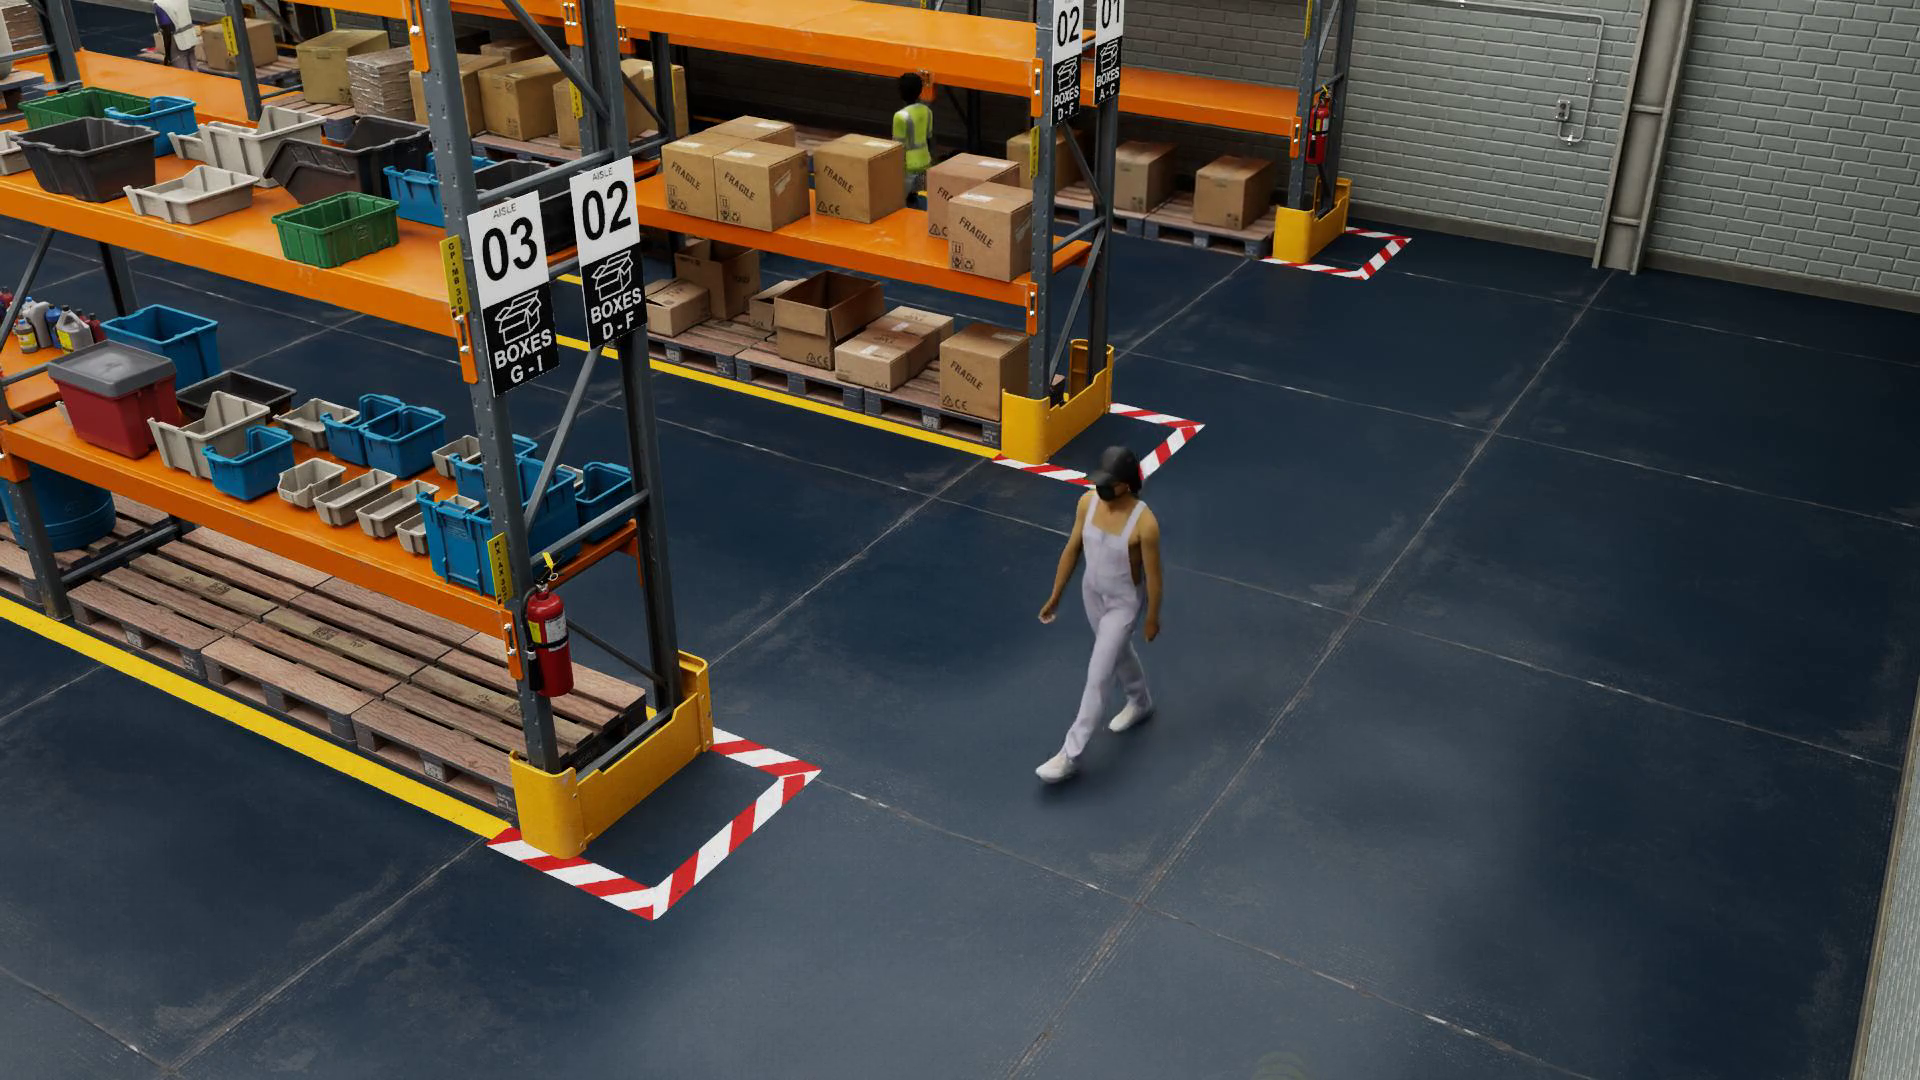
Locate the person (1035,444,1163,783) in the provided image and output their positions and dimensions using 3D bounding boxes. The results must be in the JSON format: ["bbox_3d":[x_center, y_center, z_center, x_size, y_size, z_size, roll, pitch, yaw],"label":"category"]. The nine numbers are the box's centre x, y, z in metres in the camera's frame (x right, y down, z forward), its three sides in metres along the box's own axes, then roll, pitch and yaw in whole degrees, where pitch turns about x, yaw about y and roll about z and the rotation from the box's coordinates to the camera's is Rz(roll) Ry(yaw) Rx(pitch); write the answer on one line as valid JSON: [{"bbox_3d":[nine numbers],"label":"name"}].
[{"bbox_3d":[0.734,0.331,8.458,0.995,1.806,0.495,-24,37,-36],"label":"person"}]

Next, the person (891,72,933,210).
[{"bbox_3d":[-0.395,-3.462,15.385,0.514,1.684,0.533,16,33,27],"label":"person"}]

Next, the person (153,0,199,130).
[{"bbox_3d":[-8.992,-5.660,19.175,0.391,1.840,0.564,3,29,6],"label":"person"}]
